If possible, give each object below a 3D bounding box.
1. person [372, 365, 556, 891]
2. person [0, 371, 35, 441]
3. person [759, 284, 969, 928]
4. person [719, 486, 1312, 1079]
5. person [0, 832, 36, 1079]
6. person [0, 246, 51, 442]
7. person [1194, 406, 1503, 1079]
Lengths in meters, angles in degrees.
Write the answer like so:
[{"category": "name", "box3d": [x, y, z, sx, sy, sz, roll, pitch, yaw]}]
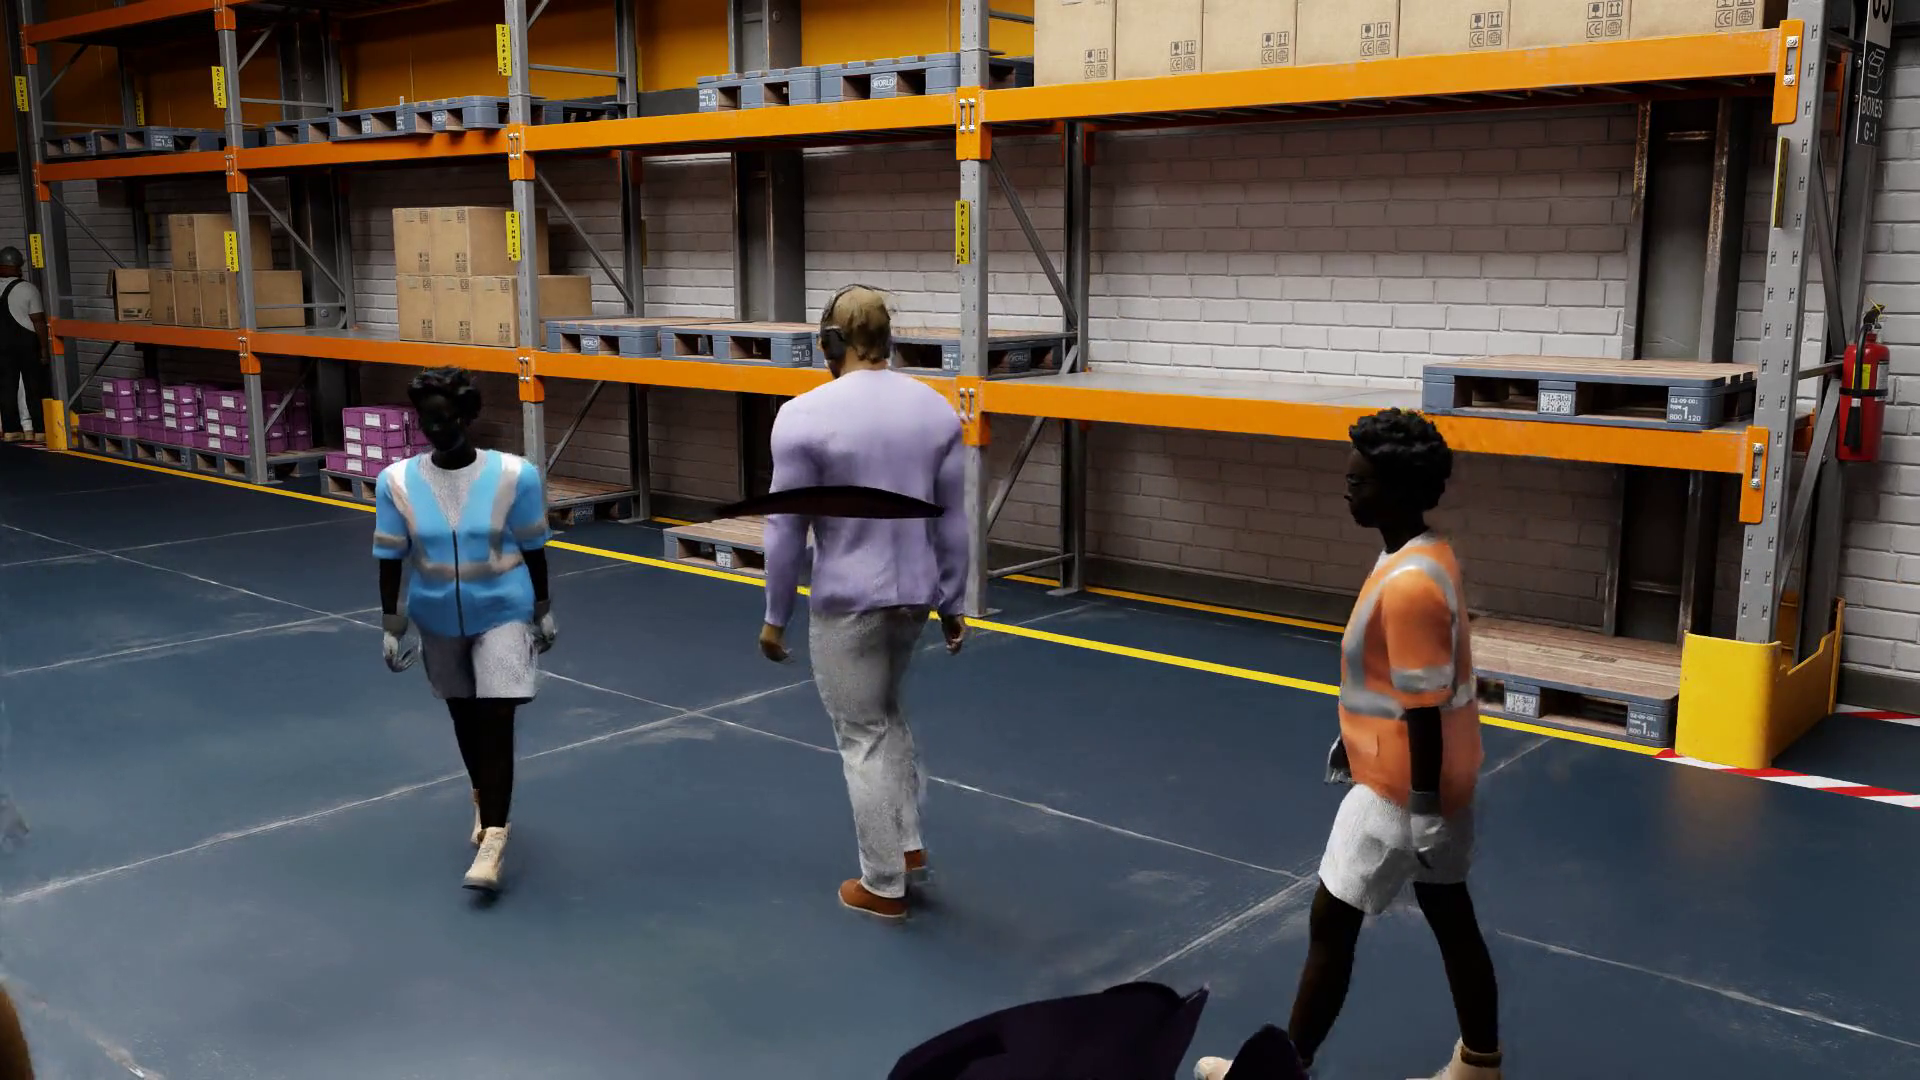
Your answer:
[{"category": "person", "box3d": [-1.595, 0.271, 5.320, 0.542, 1.645, 0.853, 0, 10, -3]}, {"category": "person", "box3d": [-9.998, -1.946, 17.437, 0.625, 1.841, 0.429, -4, 11, -23]}, {"category": "person", "box3d": [-0.295, 0.197, 5.015, 0.628, 1.918, 0.524, -9, 13, -41]}, {"category": "person", "box3d": [-0.043, 0.840, 0.989, 0.605, 2.045, 0.381, -5, 11, -25]}, {"category": "person", "box3d": [-2.217, 0.478, 3.505, 0.491, 1.886, 0.677, -6, 12, -31]}, {"category": "person", "box3d": [-9.841, -2.049, 17.446, 0.689, 2.000, 0.539, 1, 10, 5]}, {"category": "person", "box3d": [0.920, 0.531, 3.824, 0.797, 1.666, 0.548, 4, 11, 20]}]
